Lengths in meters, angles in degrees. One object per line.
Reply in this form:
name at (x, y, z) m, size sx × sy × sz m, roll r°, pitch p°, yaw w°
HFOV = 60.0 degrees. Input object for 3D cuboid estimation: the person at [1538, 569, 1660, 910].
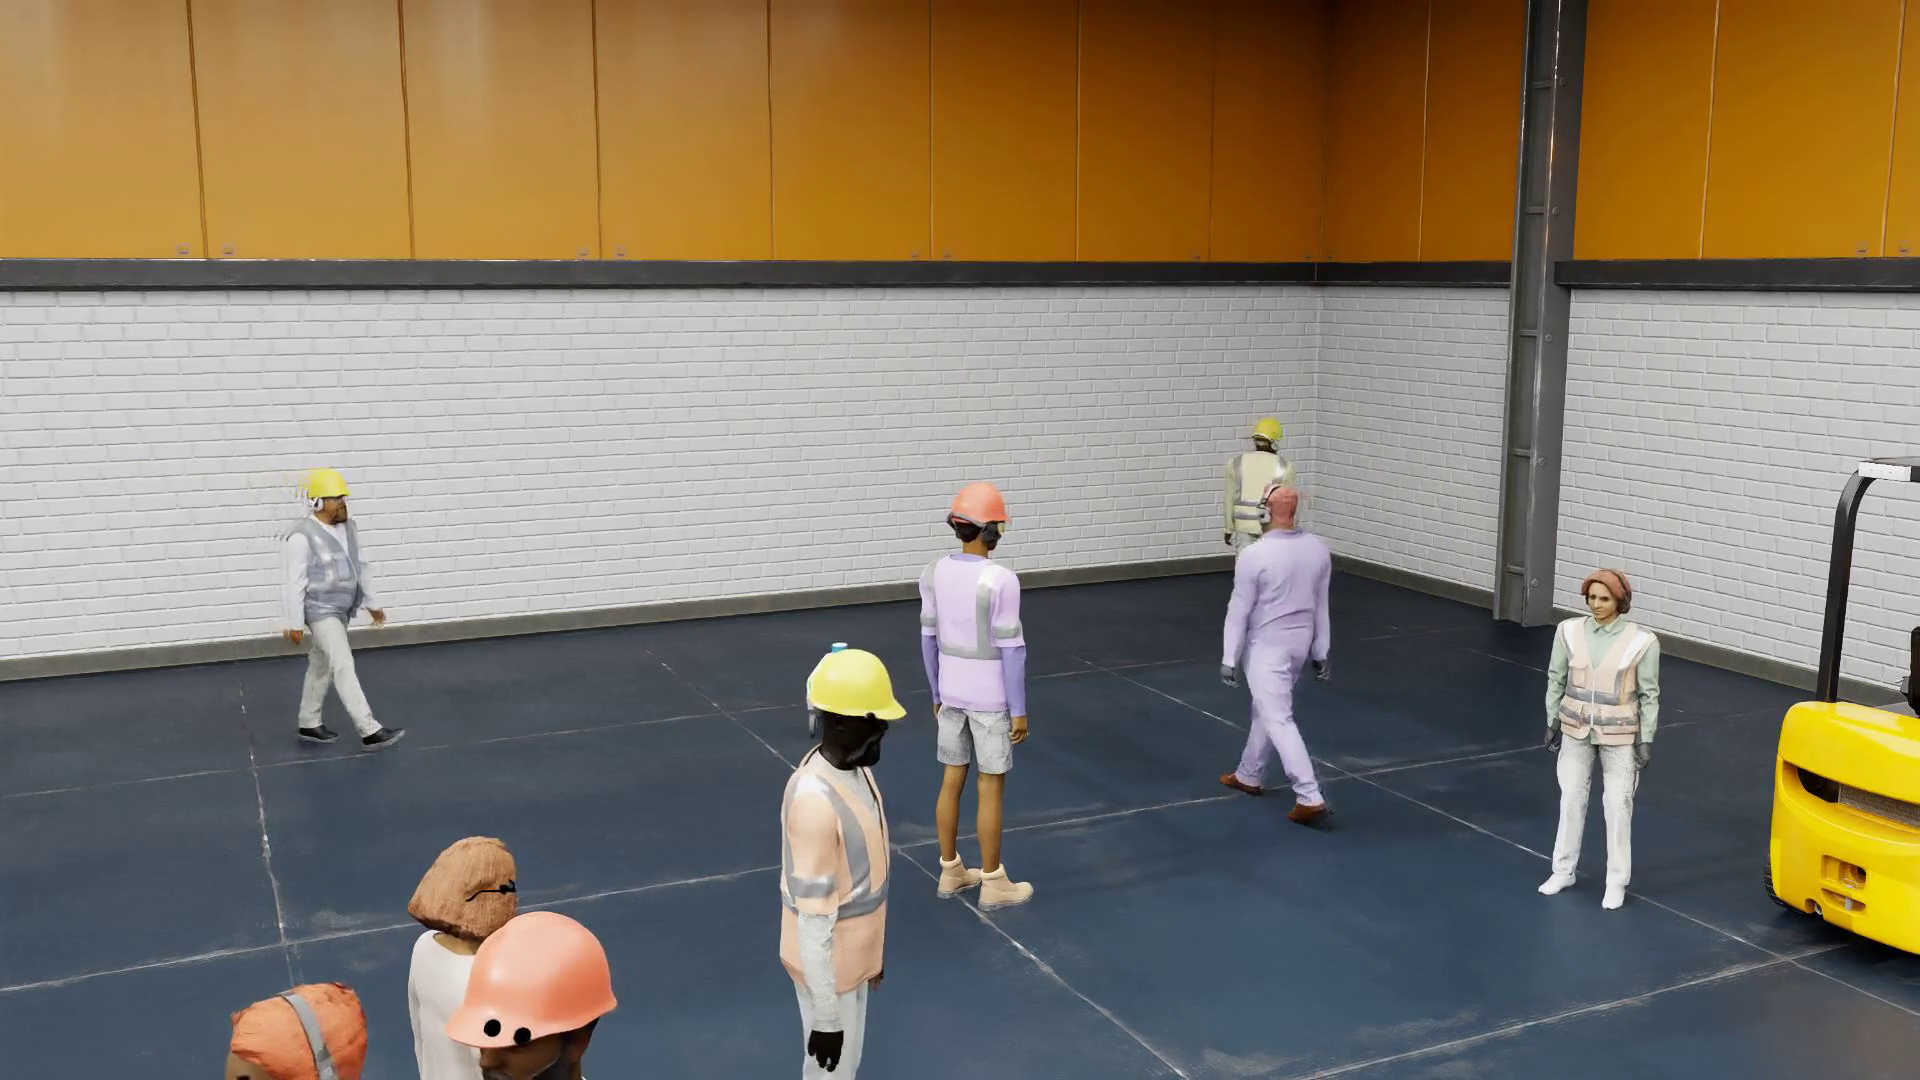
person at (3.060, 0.943, 7.966) m, size 0.523 × 1.636 × 0.310 m, roll 8°, pitch 12°, yaw 39°

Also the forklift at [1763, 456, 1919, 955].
forklift at (4.857, 0.731, 7.561) m, size 2.313 × 2.155 × 1.214 m, roll -4°, pitch 10°, yaw -25°

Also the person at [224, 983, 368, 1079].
person at (-1.050, 1.645, 2.850) m, size 0.583 × 1.882 × 0.337 m, roll 5°, pitch 10°, yaw 28°

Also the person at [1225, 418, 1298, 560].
person at (2.525, -0.109, 13.946) m, size 0.632 × 1.819 × 0.403 m, roll 4°, pitch 10°, yaw 24°

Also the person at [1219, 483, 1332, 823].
person at (1.786, 0.614, 9.313) m, size 0.656 × 1.867 × 0.969 m, roll -6°, pitch 11°, yaw -33°

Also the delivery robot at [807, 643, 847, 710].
delivery robot at (-0.800, 0.931, 11.096) m, size 0.477 × 0.478 × 0.707 m, roll 1°, pitch 9°, yaw 5°

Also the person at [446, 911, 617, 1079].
person at (-0.729, 1.594, 2.984) m, size 0.347 × 1.943 × 0.545 m, roll -8°, pitch 12°, yaw -41°

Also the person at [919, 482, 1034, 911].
person at (0.089, 0.740, 7.964) m, size 0.605 × 2.046 × 0.379 m, roll 8°, pitch 12°, yaw 42°

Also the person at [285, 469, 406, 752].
person at (-3.903, 0.445, 10.556) m, size 0.914 × 1.794 × 0.597 m, roll 2°, pitch 9°, yaw 10°

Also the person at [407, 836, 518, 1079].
person at (-1.221, 1.547, 4.231) m, size 0.289 × 1.633 × 0.497 m, roll -8°, pitch 12°, yaw -40°

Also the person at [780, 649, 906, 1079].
person at (-0.349, 1.266, 5.077) m, size 0.377 × 1.923 × 0.611 m, roll 1°, pitch 9°, yaw 5°
